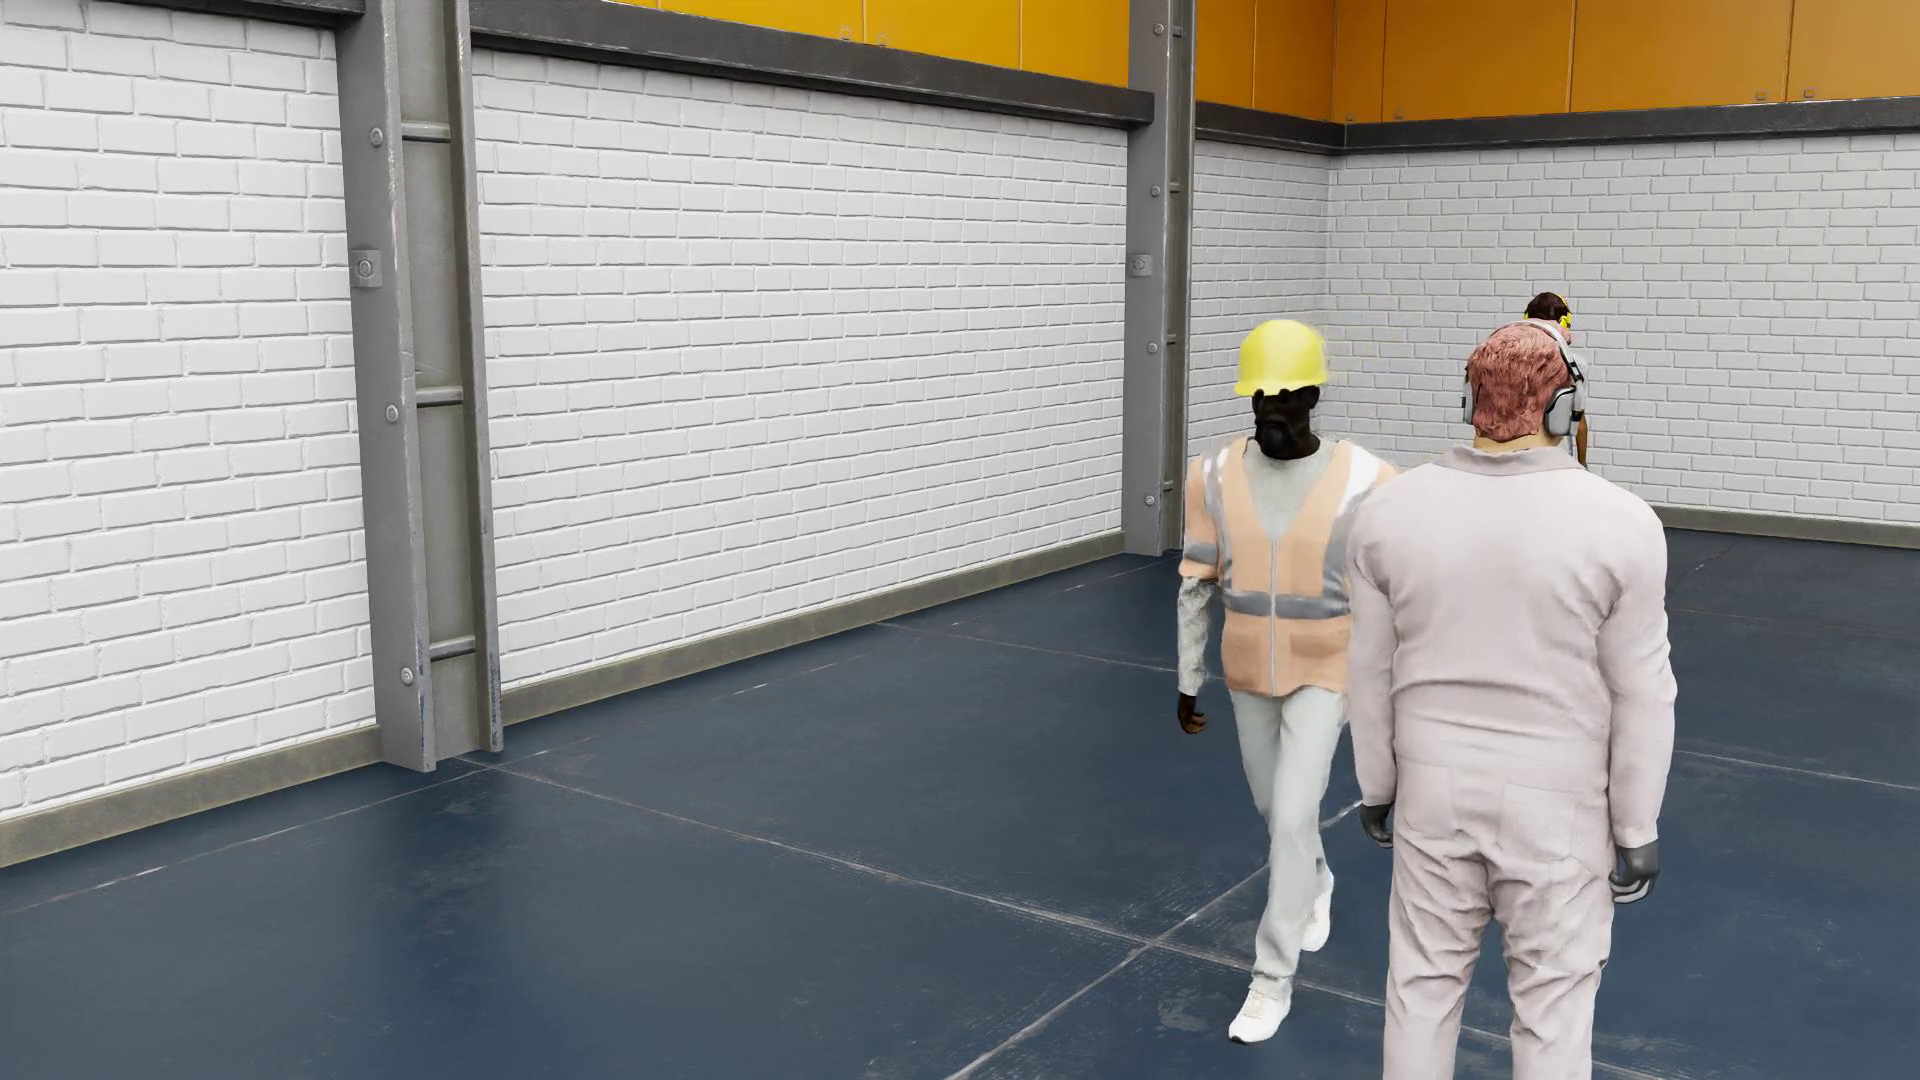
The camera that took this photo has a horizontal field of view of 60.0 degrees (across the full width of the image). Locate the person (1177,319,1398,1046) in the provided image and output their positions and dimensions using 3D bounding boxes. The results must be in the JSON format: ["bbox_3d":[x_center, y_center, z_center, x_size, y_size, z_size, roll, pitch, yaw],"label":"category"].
[{"bbox_3d":[0.926,0.329,4.586,0.601,1.887,0.897,6,11,31],"label":"person"}]

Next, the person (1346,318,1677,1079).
[{"bbox_3d":[1.108,0.513,3.378,0.639,1.911,0.406,7,12,36],"label":"person"}]

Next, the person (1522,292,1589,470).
[{"bbox_3d":[3.012,-0.350,8.651,0.521,1.865,0.327,7,12,36],"label":"person"}]
